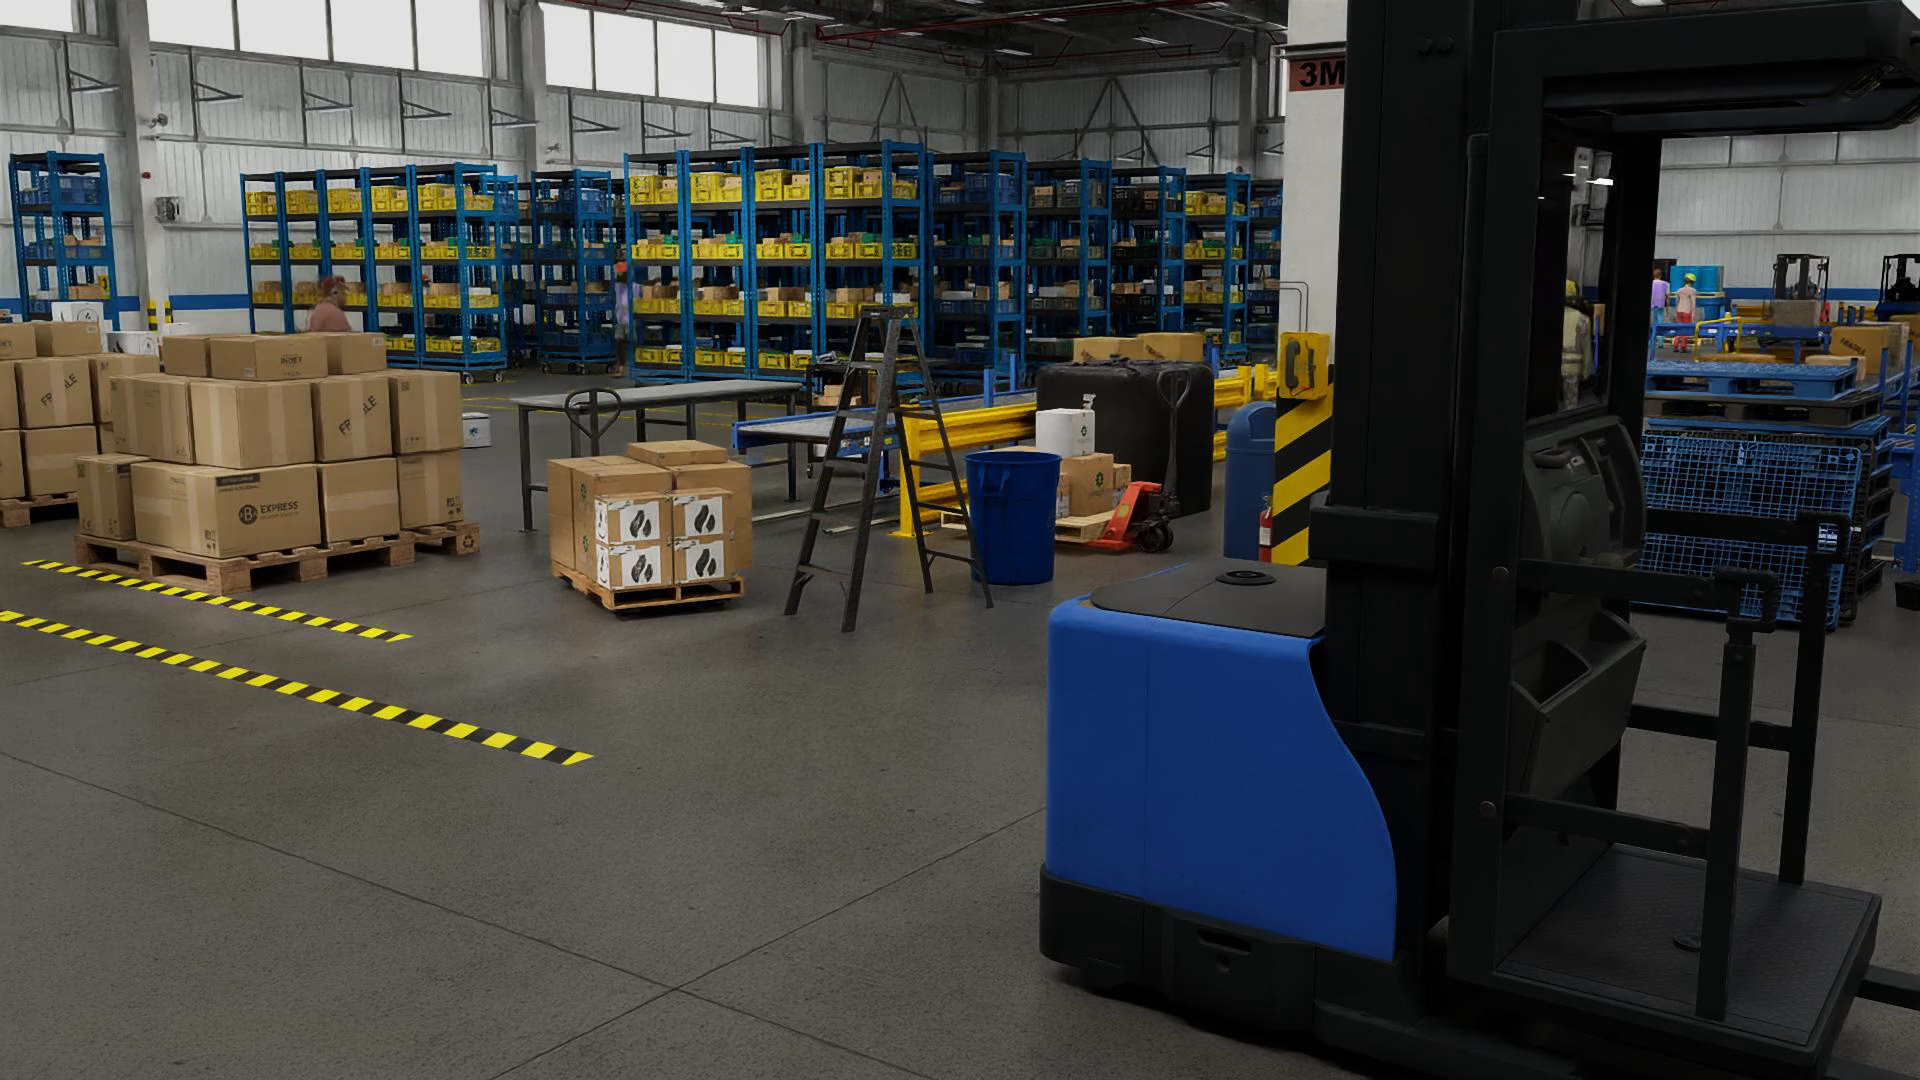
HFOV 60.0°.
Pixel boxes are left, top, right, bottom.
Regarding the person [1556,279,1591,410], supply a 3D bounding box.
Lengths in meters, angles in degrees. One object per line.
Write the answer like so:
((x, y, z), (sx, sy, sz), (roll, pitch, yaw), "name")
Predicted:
((6.841, -2.049, 18.907), (0.616, 1.813, 0.442), (3, 10, 19), "person")

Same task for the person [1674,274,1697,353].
((16.024, -4.994, 36.669), (0.381, 1.746, 0.533), (-3, 10, -20), "person")

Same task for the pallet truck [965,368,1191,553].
((0.845, -0.609, 11.869), (1.630, 1.274, 0.653), (7, 12, 35), "pallet truck")

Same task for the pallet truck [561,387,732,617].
((-1.981, -0.274, 10.088), (0.680, 1.201, 1.601), (-5, 11, -28), "pallet truck")

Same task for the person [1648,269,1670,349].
((16.074, -5.337, 38.415), (0.570, 1.840, 0.373), (3, 10, 16), "person")

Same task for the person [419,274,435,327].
((-11.580, -4.893, 36.077), (0.358, 1.743, 0.562), (4, 10, 24), "person")

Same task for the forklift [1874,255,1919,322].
((22.089, -5.634, 38.796), (1.157, 1.987, 2.680), (6, 11, 33), "forklift")

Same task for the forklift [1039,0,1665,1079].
((1.249, -0.137, 4.360), (1.873, 2.768, 1.129), (7, 12, 35), "forklift")

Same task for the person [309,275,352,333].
((-5.929, -1.616, 16.134), (0.864, 1.872, 0.680), (-7, 12, -36), "person")

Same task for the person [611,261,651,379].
((-5.687, -3.793, 28.702), (0.617, 2.018, 0.820), (7, 12, 37), "person")

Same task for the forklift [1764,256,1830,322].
((20.253, -5.854, 40.139), (1.157, 1.987, 2.680), (7, 12, 35), "forklift")
